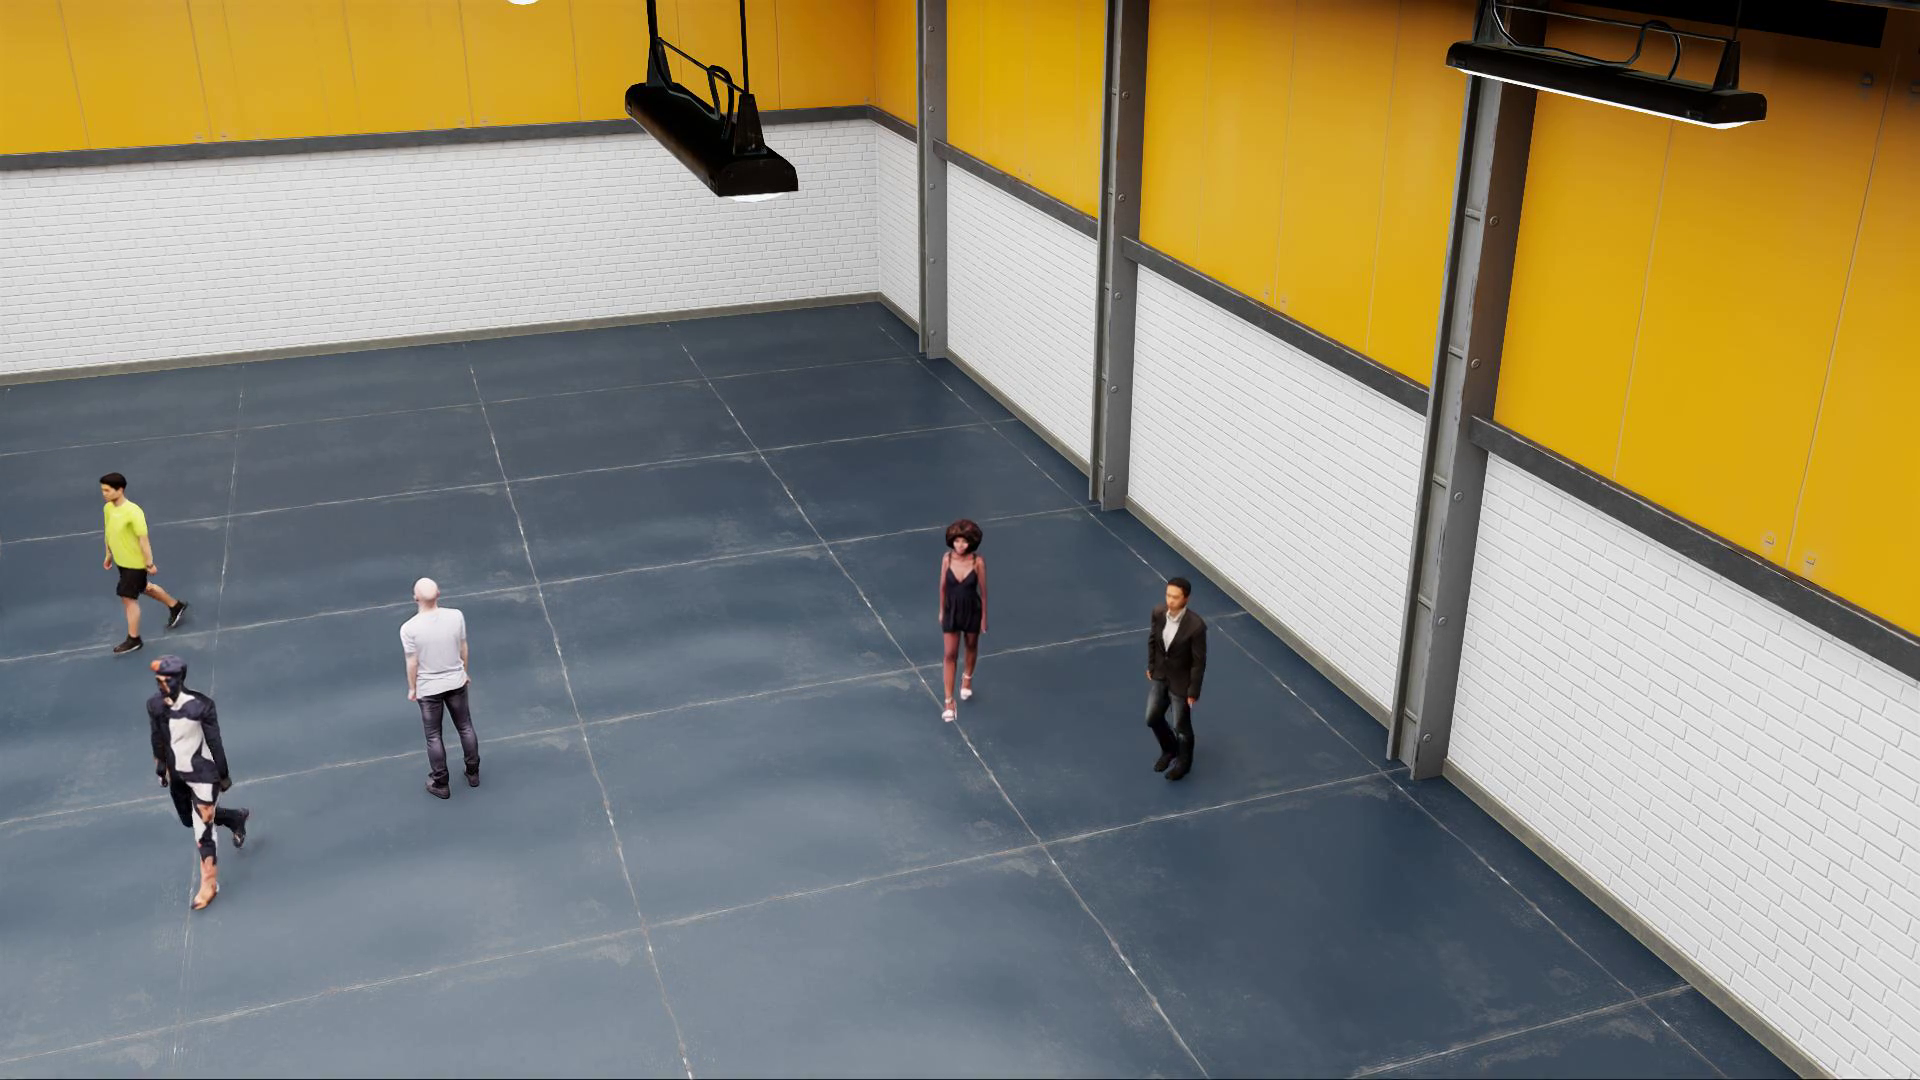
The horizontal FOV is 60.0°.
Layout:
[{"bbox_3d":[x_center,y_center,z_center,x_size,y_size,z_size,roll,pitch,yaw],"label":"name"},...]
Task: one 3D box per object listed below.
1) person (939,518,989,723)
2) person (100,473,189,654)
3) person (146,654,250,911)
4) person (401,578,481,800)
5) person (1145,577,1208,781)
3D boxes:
[{"bbox_3d":[0.040,0.615,14.198,0.872,1.755,1.110,2,24,5],"label":"person"},{"bbox_3d":[-7.592,0.146,15.371,1.107,1.676,1.080,15,28,31],"label":"person"},{"bbox_3d":[-5.357,1.617,11.770,1.061,1.865,1.227,5,24,12],"label":"person"},{"bbox_3d":[-4.034,1.133,12.918,0.730,1.832,0.706,-18,30,-36],"label":"person"},{"bbox_3d":[1.758,1.061,13.146,0.750,1.782,0.899,20,31,38],"label":"person"}]
